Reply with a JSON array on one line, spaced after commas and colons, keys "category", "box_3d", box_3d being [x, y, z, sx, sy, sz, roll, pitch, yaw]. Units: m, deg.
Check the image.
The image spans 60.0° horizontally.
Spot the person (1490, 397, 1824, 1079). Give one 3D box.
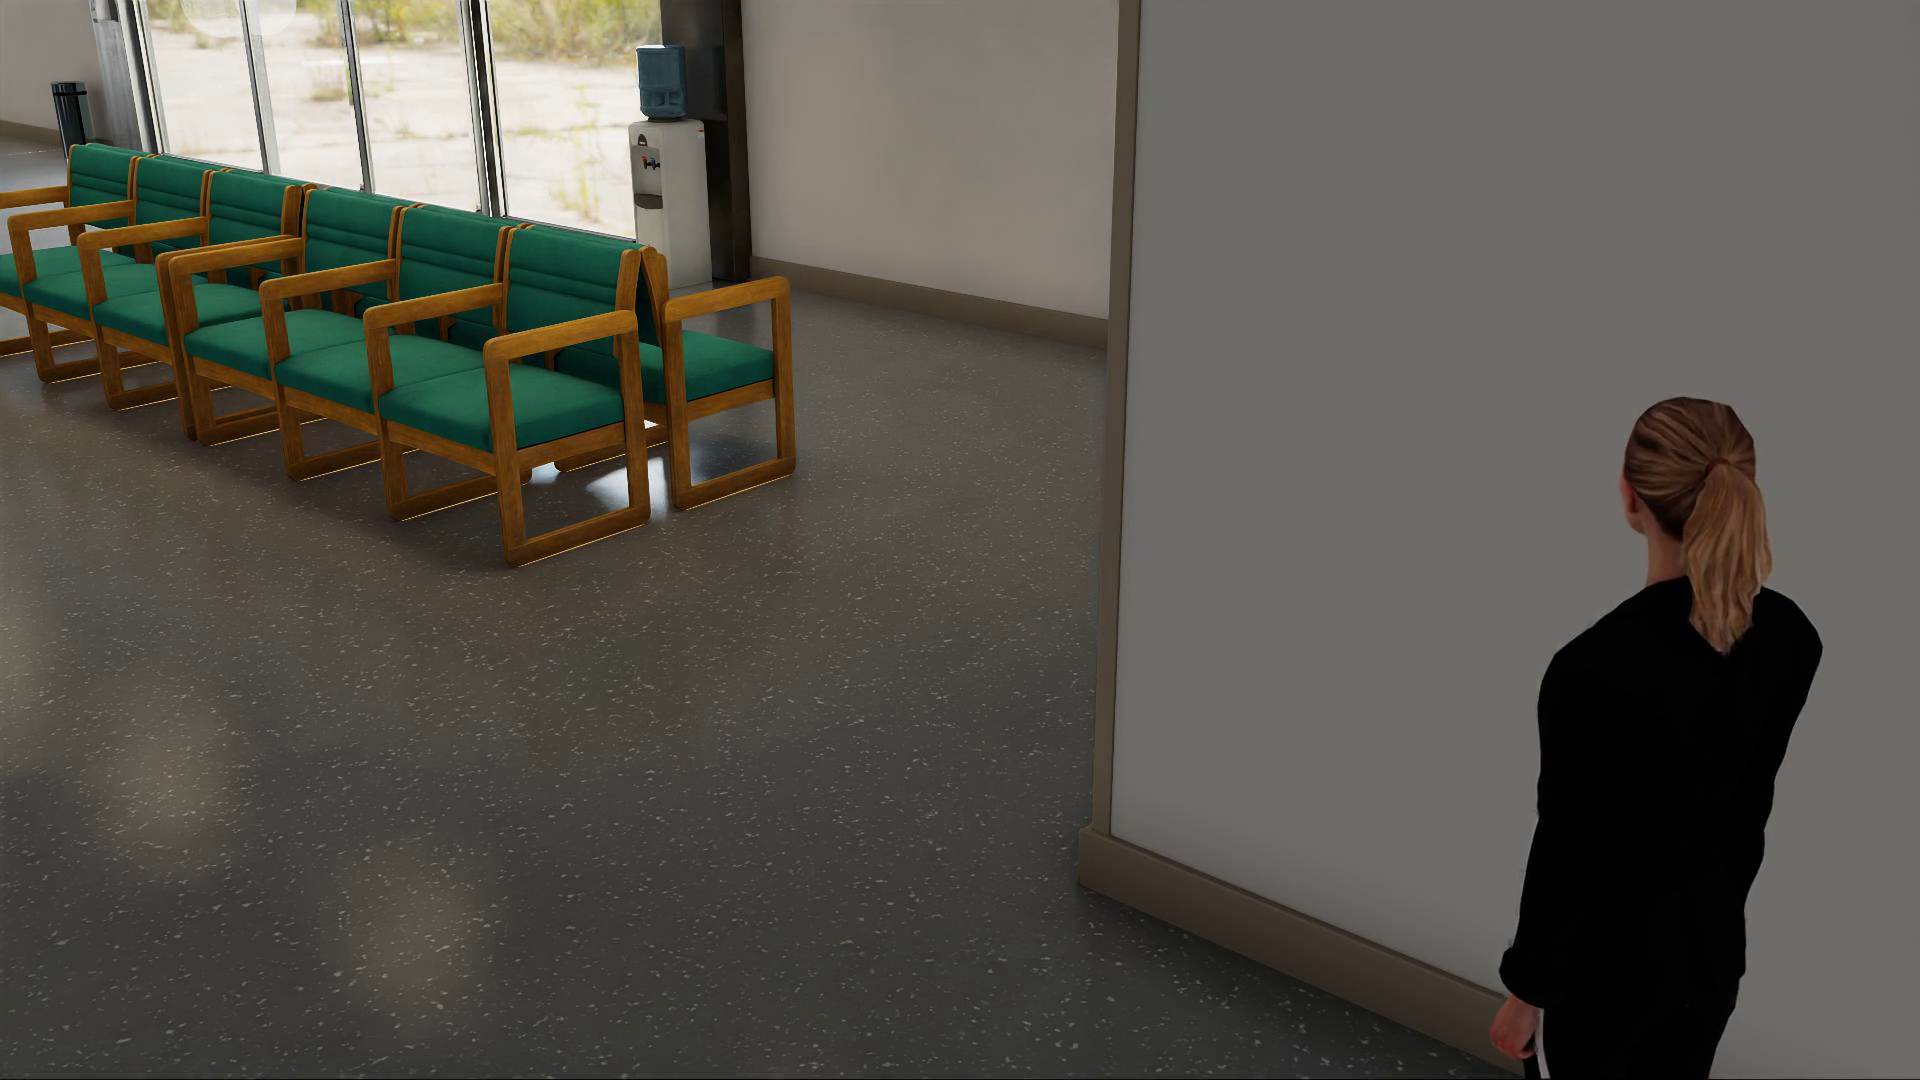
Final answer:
[{"category": "person", "box_3d": [0.967, 0.627, 2.385, 0.613, 1.705, 0.743, -9, 22, -22]}]
